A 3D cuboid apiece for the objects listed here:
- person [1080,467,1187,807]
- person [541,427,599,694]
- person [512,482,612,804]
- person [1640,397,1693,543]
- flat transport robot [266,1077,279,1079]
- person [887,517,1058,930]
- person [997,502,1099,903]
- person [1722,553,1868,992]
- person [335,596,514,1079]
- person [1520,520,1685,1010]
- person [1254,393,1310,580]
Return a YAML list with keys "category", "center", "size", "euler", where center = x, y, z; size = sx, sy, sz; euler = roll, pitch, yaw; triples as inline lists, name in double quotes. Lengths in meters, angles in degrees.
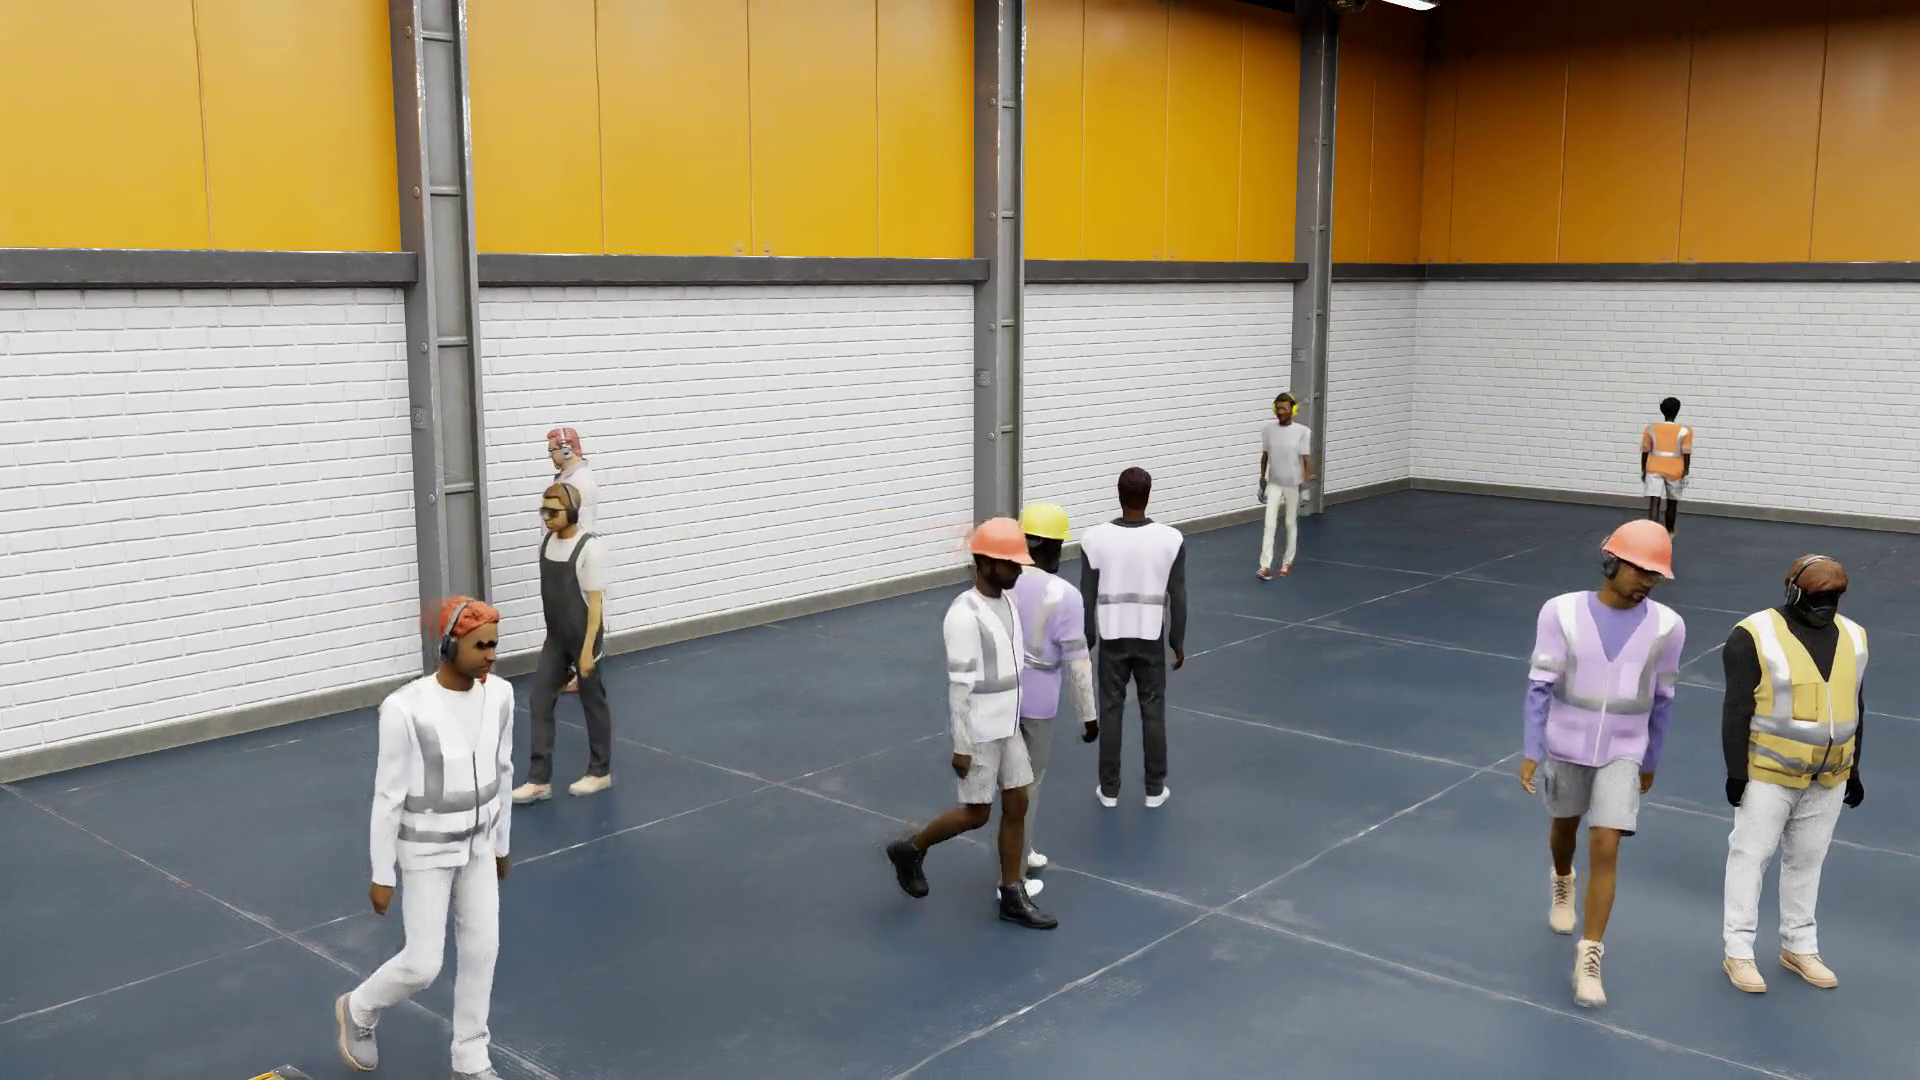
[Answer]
- category: "person"
  center: [0.965, 0.550, 9.294]
  size: [0.596, 1.915, 0.374]
  euler: [1, 9, 5]
- category: "person"
  center: [-2.788, 0.140, 11.922]
  size: [0.407, 1.902, 0.639]
  euler: [-3, 9, -16]
- category: "person"
  center: [-2.268, 0.593, 9.321]
  size: [0.548, 1.818, 0.788]
  euler: [6, 11, 34]
- category: "person"
  center: [7.718, -0.736, 18.212]
  size: [0.538, 1.649, 0.890]
  euler: [5, 10, 30]
- category: "flat transport robot"
  center: [-2.123, 2.021, 5.205]
  size: [1.431, 0.197, 0.652]
  euler: [8, 12, 40]
- category: "person"
  center: [0.061, 0.829, 7.620]
  size: [0.766, 1.906, 0.552]
  euler: [5, 10, 29]
- category: "person"
  center: [0.346, 0.763, 8.015]
  size: [0.664, 1.893, 0.689]
  euler: [8, 12, 41]
- category: "person"
  center: [3.484, 0.966, 6.937]
  size: [0.620, 1.838, 0.429]
  euler: [-1, 9, -7]
- category: "person"
  center: [-1.918, 1.102, 6.010]
  size: [0.654, 1.859, 0.599]
  euler: [6, 11, 32]
- category: "person"
  center: [2.740, 0.875, 7.133]
  size: [0.618, 1.984, 1.081]
  euler: [3, 10, 19]
- category: "person"
  center: [3.120, -0.504, 16.169]
  size: [0.558, 1.829, 0.914]
  euler: [4, 10, 25]
